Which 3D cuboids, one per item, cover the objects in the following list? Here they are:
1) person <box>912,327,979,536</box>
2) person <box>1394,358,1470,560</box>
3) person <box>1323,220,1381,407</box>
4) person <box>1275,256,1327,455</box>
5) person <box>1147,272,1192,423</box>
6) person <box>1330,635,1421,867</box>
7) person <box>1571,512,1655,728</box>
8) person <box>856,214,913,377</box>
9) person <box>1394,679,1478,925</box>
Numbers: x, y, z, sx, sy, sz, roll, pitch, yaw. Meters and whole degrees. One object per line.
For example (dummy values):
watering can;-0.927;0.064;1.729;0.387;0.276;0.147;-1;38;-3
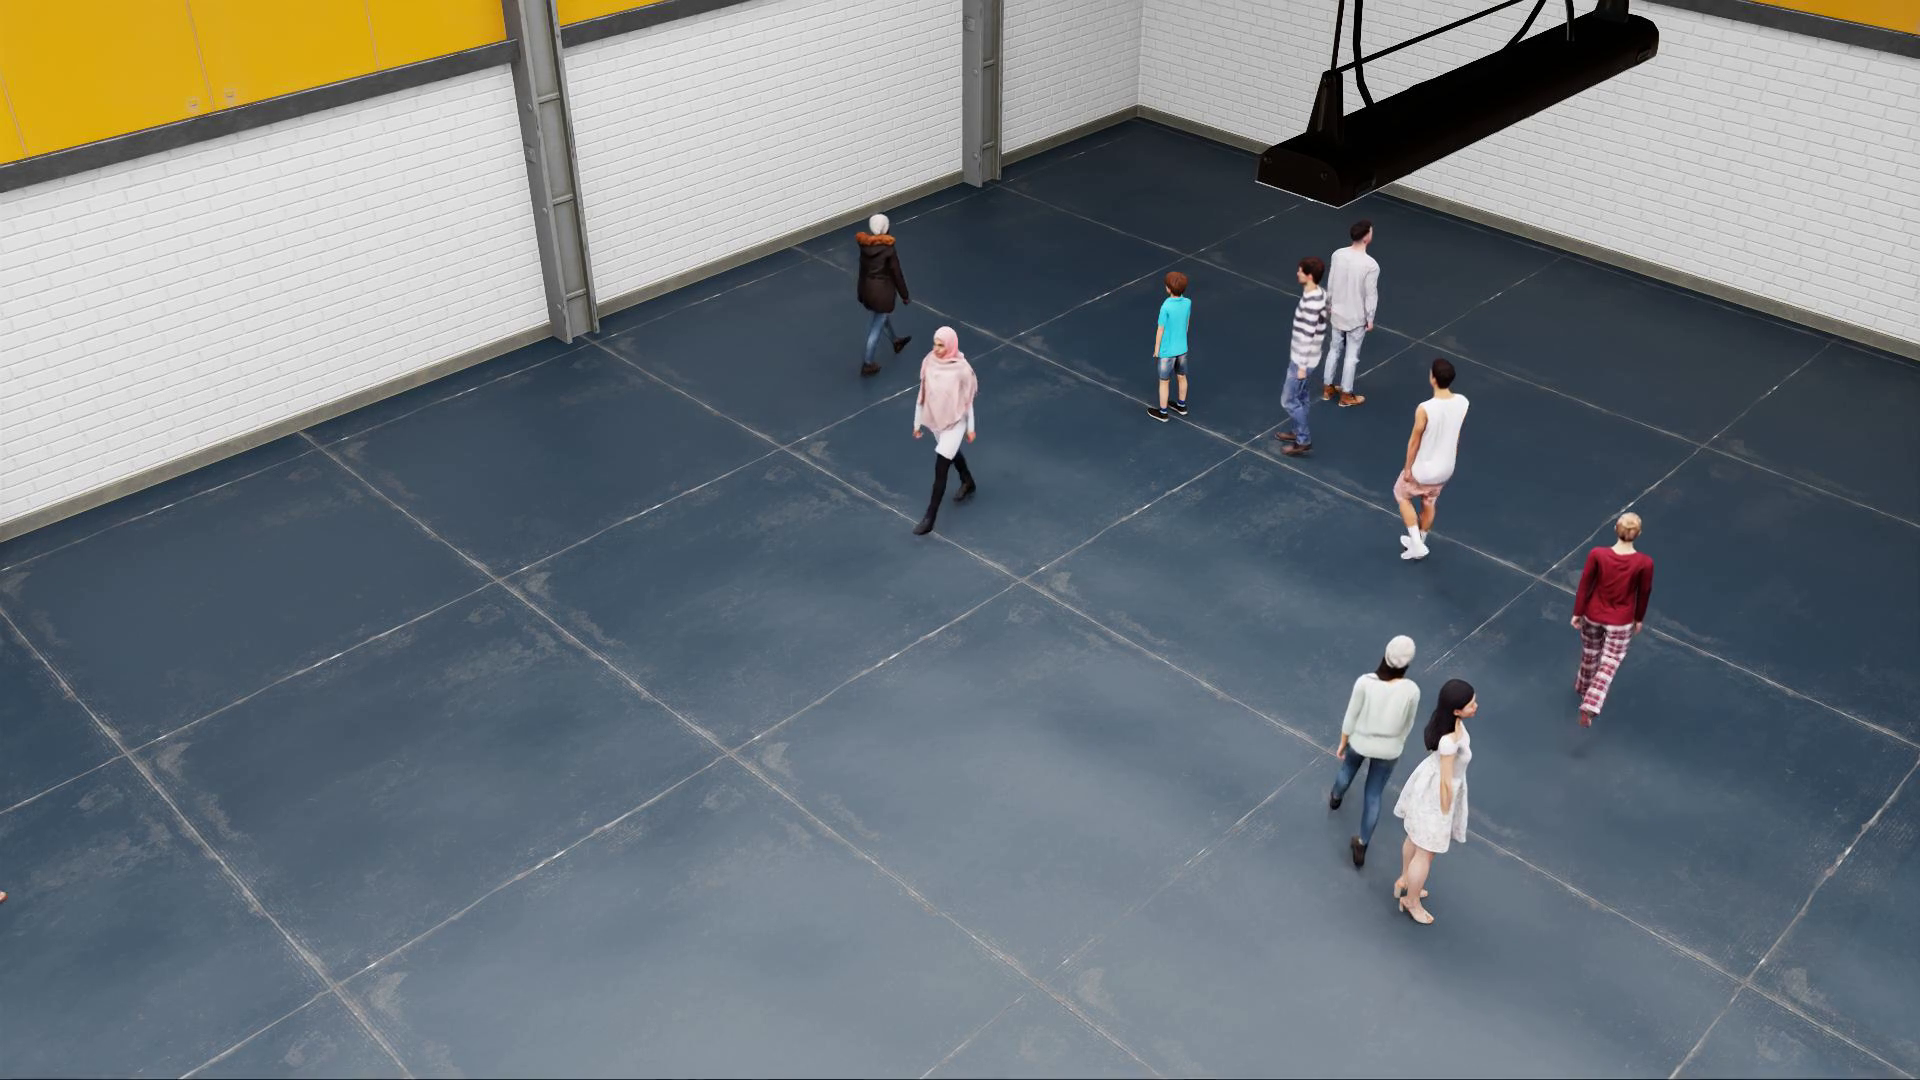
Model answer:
person;-0.061;-0.975;13.853;0.794;1.746;1.240;21;39;29
person;3.782;-0.567;13.213;0.808;1.775;0.855;-10;35;-14
person;3.639;-2.125;15.499;0.563;1.839;0.697;-25;41;-33
person;3.084;-1.624;14.739;0.830;1.847;0.715;7;34;10
person;1.976;-1.800;15.364;0.463;1.448;0.606;-21;39;-28
person;2.636;1.355;10.474;0.905;1.606;1.059;7;34;10
person;4.522;0.563;11.599;0.794;1.680;1.017;15;37;22
person;-0.821;-2.325;16.023;0.690;1.593;1.028;25;41;32
person;2.868;1.561;10.013;0.834;1.774;0.758;5;34;7
